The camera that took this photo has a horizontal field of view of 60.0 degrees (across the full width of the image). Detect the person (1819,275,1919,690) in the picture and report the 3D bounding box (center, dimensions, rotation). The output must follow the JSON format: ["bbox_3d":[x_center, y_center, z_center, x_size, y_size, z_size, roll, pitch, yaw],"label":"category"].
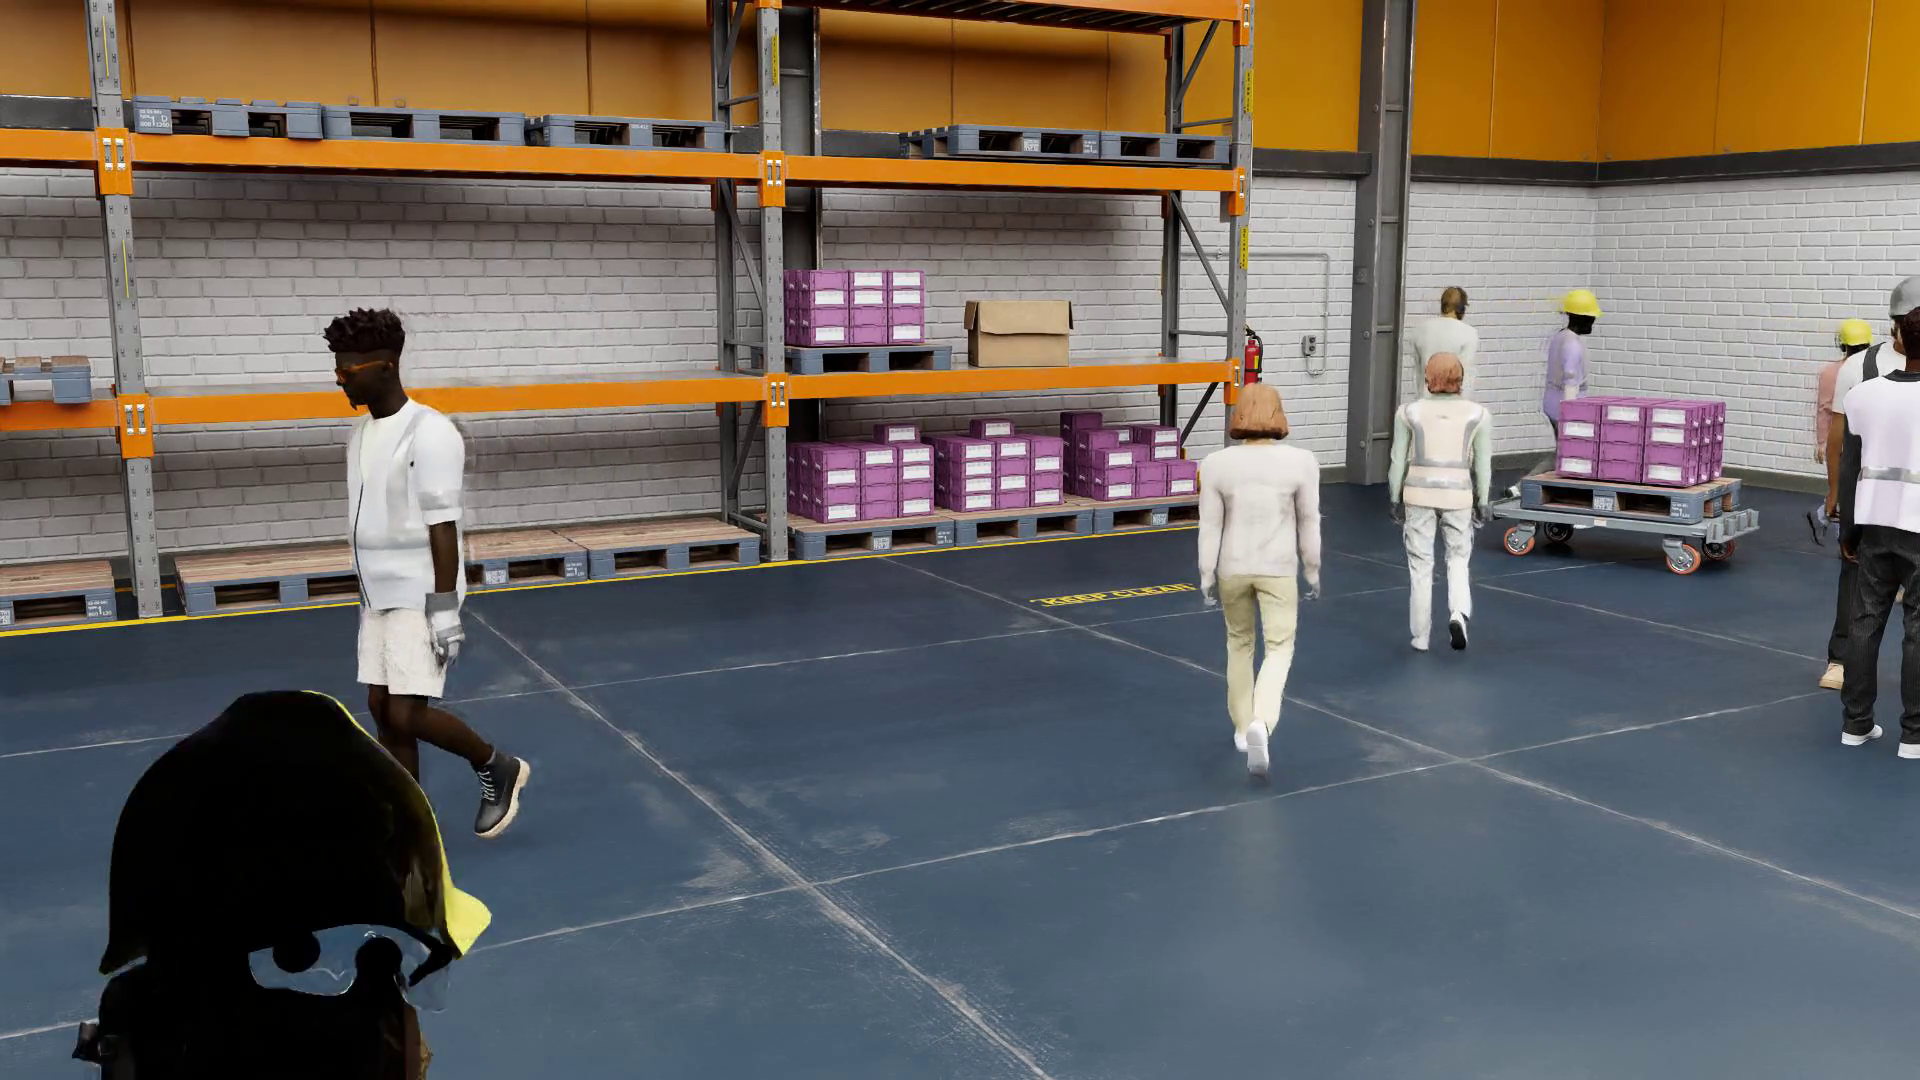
[{"bbox_3d":[4.529,-0.251,8.006,0.689,2.000,0.539,6,11,34],"label":"person"}]

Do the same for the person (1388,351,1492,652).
[{"bbox_3d":[2.554,-0.185,8.870,0.529,1.627,0.409,2,9,9],"label":"person"}]

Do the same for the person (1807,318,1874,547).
[{"bbox_3d":[6.238,-0.707,11.729,0.571,1.722,0.572,-3,10,-16],"label":"person"}]

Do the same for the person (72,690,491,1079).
[{"bbox_3d":[-0.407,0.997,1.072,0.618,1.818,0.416,3,10,18],"label":"person"}]

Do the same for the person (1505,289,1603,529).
[{"bbox_3d":[4.712,-1.017,13.087,0.584,1.904,0.609,1,9,8],"label":"person"}]

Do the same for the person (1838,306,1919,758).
[{"bbox_3d":[4.016,-0.035,7.063,0.392,1.920,0.587,-6,11,-31],"label":"person"}]

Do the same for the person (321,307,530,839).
[{"bbox_3d":[-1.848,0.177,5.697,0.628,1.941,0.540,8,12,42],"label":"person"}]

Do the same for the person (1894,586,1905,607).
[{"bbox_3d":[6.007,-0.402,10.016,0.542,1.685,0.383,0,9,2],"label":"person"}]

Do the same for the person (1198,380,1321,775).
[{"bbox_3d":[1.224,0.146,6.890,0.502,1.608,0.704,3,10,20],"label":"person"}]

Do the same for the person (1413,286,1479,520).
[{"bbox_3d":[4.002,-1.101,13.574,0.663,1.916,0.639,-7,12,-38],"label":"person"}]
